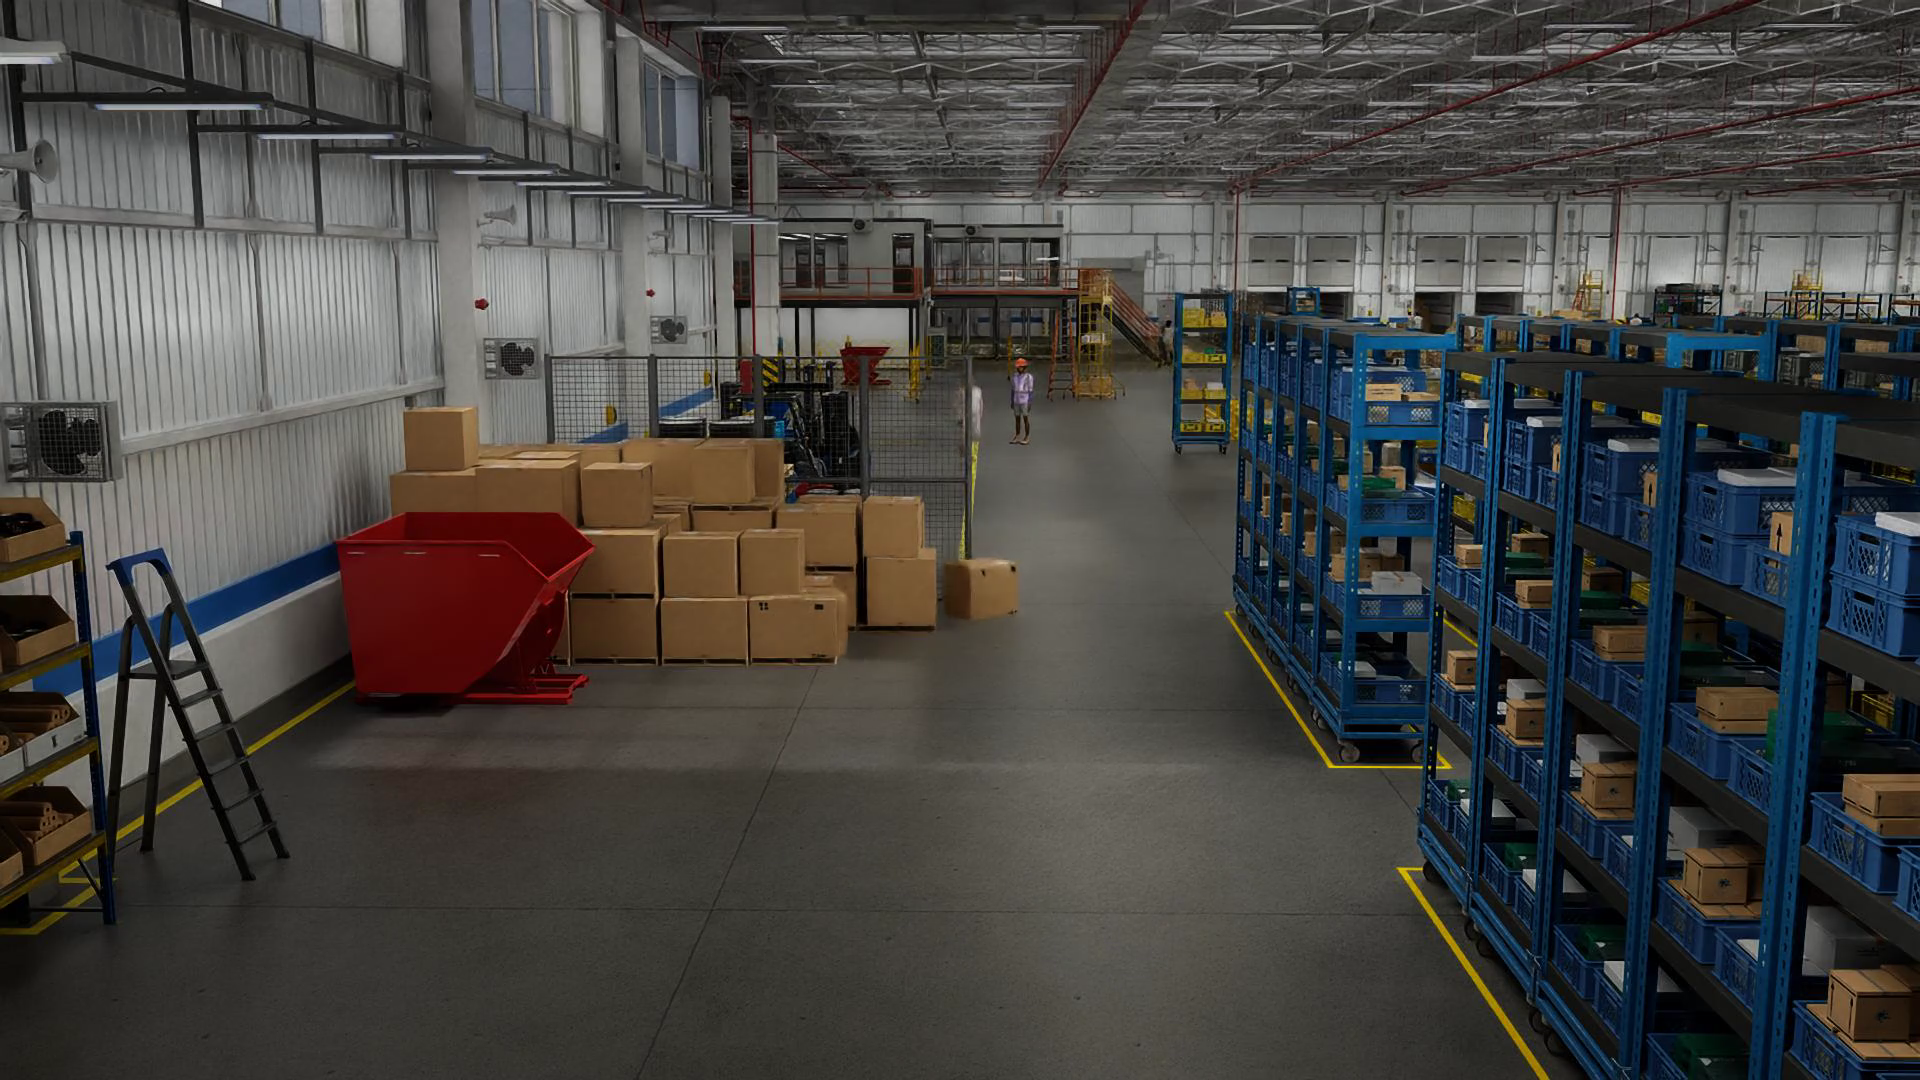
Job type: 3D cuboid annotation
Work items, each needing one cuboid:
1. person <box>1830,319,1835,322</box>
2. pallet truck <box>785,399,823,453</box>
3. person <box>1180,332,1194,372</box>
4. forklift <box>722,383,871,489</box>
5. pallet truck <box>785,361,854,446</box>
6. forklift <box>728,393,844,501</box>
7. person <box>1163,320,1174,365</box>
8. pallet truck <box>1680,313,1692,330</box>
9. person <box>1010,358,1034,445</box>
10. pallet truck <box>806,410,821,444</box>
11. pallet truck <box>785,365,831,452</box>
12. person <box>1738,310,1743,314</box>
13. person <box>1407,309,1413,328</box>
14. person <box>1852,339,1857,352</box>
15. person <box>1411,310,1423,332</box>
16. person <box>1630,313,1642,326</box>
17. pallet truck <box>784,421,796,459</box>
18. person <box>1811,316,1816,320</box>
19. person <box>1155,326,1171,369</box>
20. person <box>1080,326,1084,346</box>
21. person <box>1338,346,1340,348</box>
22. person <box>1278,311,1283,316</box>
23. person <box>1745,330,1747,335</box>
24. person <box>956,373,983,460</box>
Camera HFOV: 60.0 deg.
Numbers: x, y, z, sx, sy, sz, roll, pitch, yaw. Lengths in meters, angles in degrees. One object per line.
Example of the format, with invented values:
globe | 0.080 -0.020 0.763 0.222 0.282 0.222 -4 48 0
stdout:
person | 40.750 -9.385 77.576 0.589 1.874 0.486 -3 10 -17
pallet truck | -3.814 -2.432 36.419 1.630 1.274 0.653 0 9 1
person | 9.052 -7.629 67.200 0.893 1.715 0.536 3 10 20
forklift | -2.893 -1.687 28.729 2.680 1.987 1.157 0 9 -1
pallet truck | -3.410 -3.193 38.978 1.885 1.965 0.823 0 9 -1
forklift | -2.979 -1.316 26.476 2.680 1.987 1.157 0 9 1
person | 9.028 -8.546 72.087 0.615 1.964 0.361 -3 10 -20
pallet truck | 36.315 -10.531 84.244 0.823 1.965 1.885 -6 11 -33
person | 1.442 -3.268 39.300 0.607 2.044 0.378 7 12 38
pallet truck | -3.559 -2.018 33.905 1.522 1.261 0.704 0 9 -1
pallet truck | -3.774 -2.976 37.635 1.885 1.965 0.823 1 9 5
person | 44.308 -12.082 94.194 0.621 1.884 0.963 -2 9 -9
person | 25.589 -12.172 94.619 0.397 1.918 0.588 5 11 29
person | 32.129 -6.528 59.901 0.984 1.883 0.565 -1 9 -6
person | 24.794 -11.473 90.207 0.615 1.945 0.405 1 9 9
person | 34.650 -10.669 85.276 0.372 1.940 0.630 -8 12 -42
pallet truck | -4.013 -1.793 32.705 1.601 1.201 0.680 0 9 1
person | 41.878 -10.117 82.059 0.822 1.884 0.627 -7 12 -39
person | 8.475 -8.023 69.341 0.852 1.822 0.521 -6 11 -32
person | 6.611 -11.477 90.481 0.451 1.864 0.606 3 10 15
person | 16.203 -8.469 72.000 0.522 1.845 0.734 2 9 10
person | 18.441 -12.259 95.477 0.837 1.818 0.632 4 10 24
person | 38.043 -9.952 81.160 0.430 1.840 0.625 -6 11 -35
person | 0.204 -2.684 36.164 0.645 1.896 0.527 -5 11 -30
